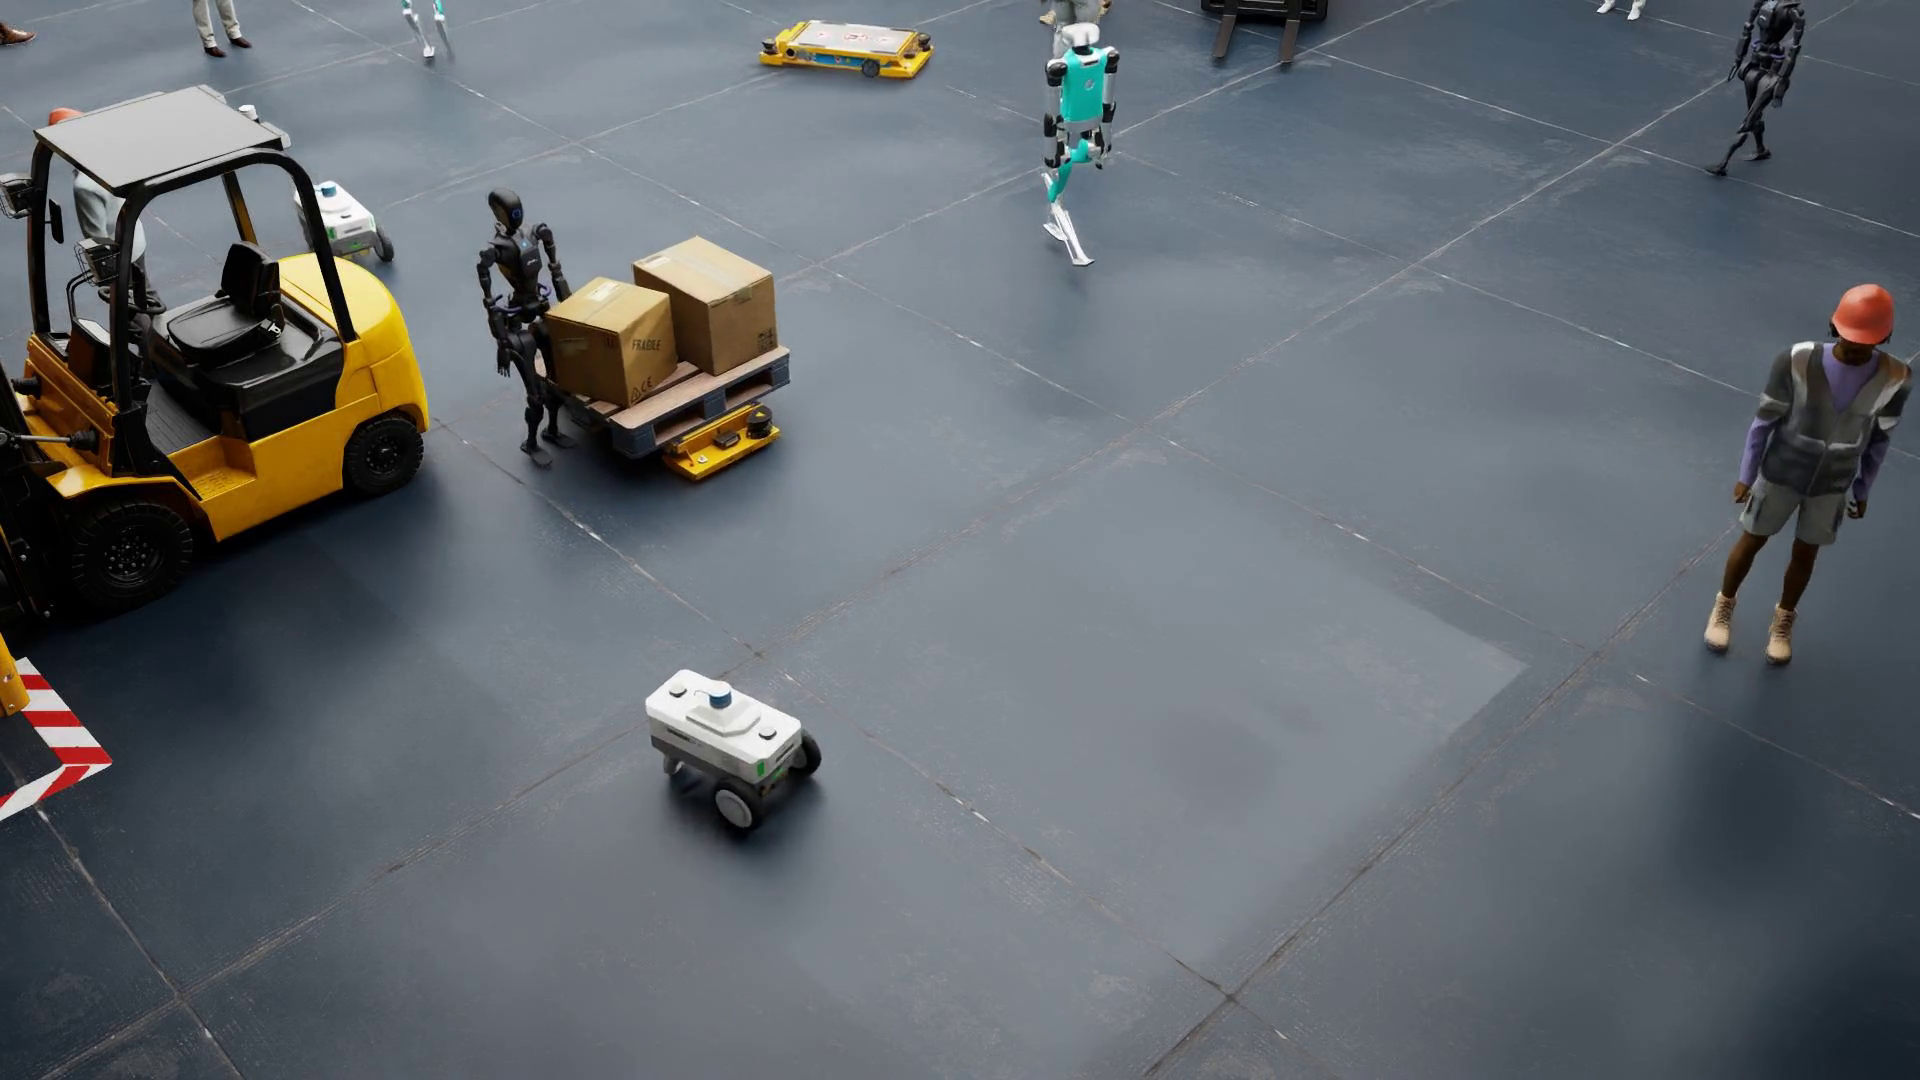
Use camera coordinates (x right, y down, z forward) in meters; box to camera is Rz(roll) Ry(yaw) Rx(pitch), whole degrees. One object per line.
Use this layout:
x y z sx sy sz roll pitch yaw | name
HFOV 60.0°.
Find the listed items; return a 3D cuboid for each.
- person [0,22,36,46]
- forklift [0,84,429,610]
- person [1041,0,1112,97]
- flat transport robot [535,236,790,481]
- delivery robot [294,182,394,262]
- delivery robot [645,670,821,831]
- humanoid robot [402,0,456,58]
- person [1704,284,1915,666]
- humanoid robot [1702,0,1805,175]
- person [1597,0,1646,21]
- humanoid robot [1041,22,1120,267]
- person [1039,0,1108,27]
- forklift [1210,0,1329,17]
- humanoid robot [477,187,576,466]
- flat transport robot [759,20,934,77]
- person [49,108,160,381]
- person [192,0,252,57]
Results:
-9.063 -5.233 14.731 1.021 1.787 0.486 -17 40 -21 | person
-4.145 -1.093 8.856 2.313 2.155 1.214 -31 47 -34 | forklift
0.917 -4.535 13.691 0.653 1.913 0.618 16 40 21 | person
-1.804 -0.829 10.106 1.431 0.231 0.659 30 46 34 | flat transport robot
-4.384 -2.218 11.735 0.499 0.605 0.781 -25 43 -30 | delivery robot
-1.050 0.892 7.553 0.741 0.582 0.520 21 42 25 | delivery robot
-4.744 -4.974 14.500 0.533 1.869 0.761 -7 37 -9 | humanoid robot
4.035 -0.299 7.922 0.614 2.040 0.377 11 38 14 | person
6.133 -3.601 12.680 0.792 1.625 0.596 -13 39 -16 | humanoid robot
6.337 -5.691 15.475 0.519 1.631 0.312 26 44 30 | person
0.732 -2.742 11.439 0.547 1.737 1.005 -17 40 -21 | humanoid robot
1.109 -5.603 15.284 0.571 1.715 1.003 21 42 26 | person
3.106 -6.400 15.960 1.214 2.155 2.313 8 37 10 | forklift
-2.423 -1.234 9.467 0.354 1.657 0.591 25 43 29 | humanoid robot
-1.012 -4.397 14.882 1.431 0.231 0.659 9 38 12 | flat transport robot
-5.186 -1.803 10.182 0.351 1.739 0.572 -4 37 -5 | person
-6.696 -5.180 14.678 0.389 1.778 0.535 19 41 23 | person
